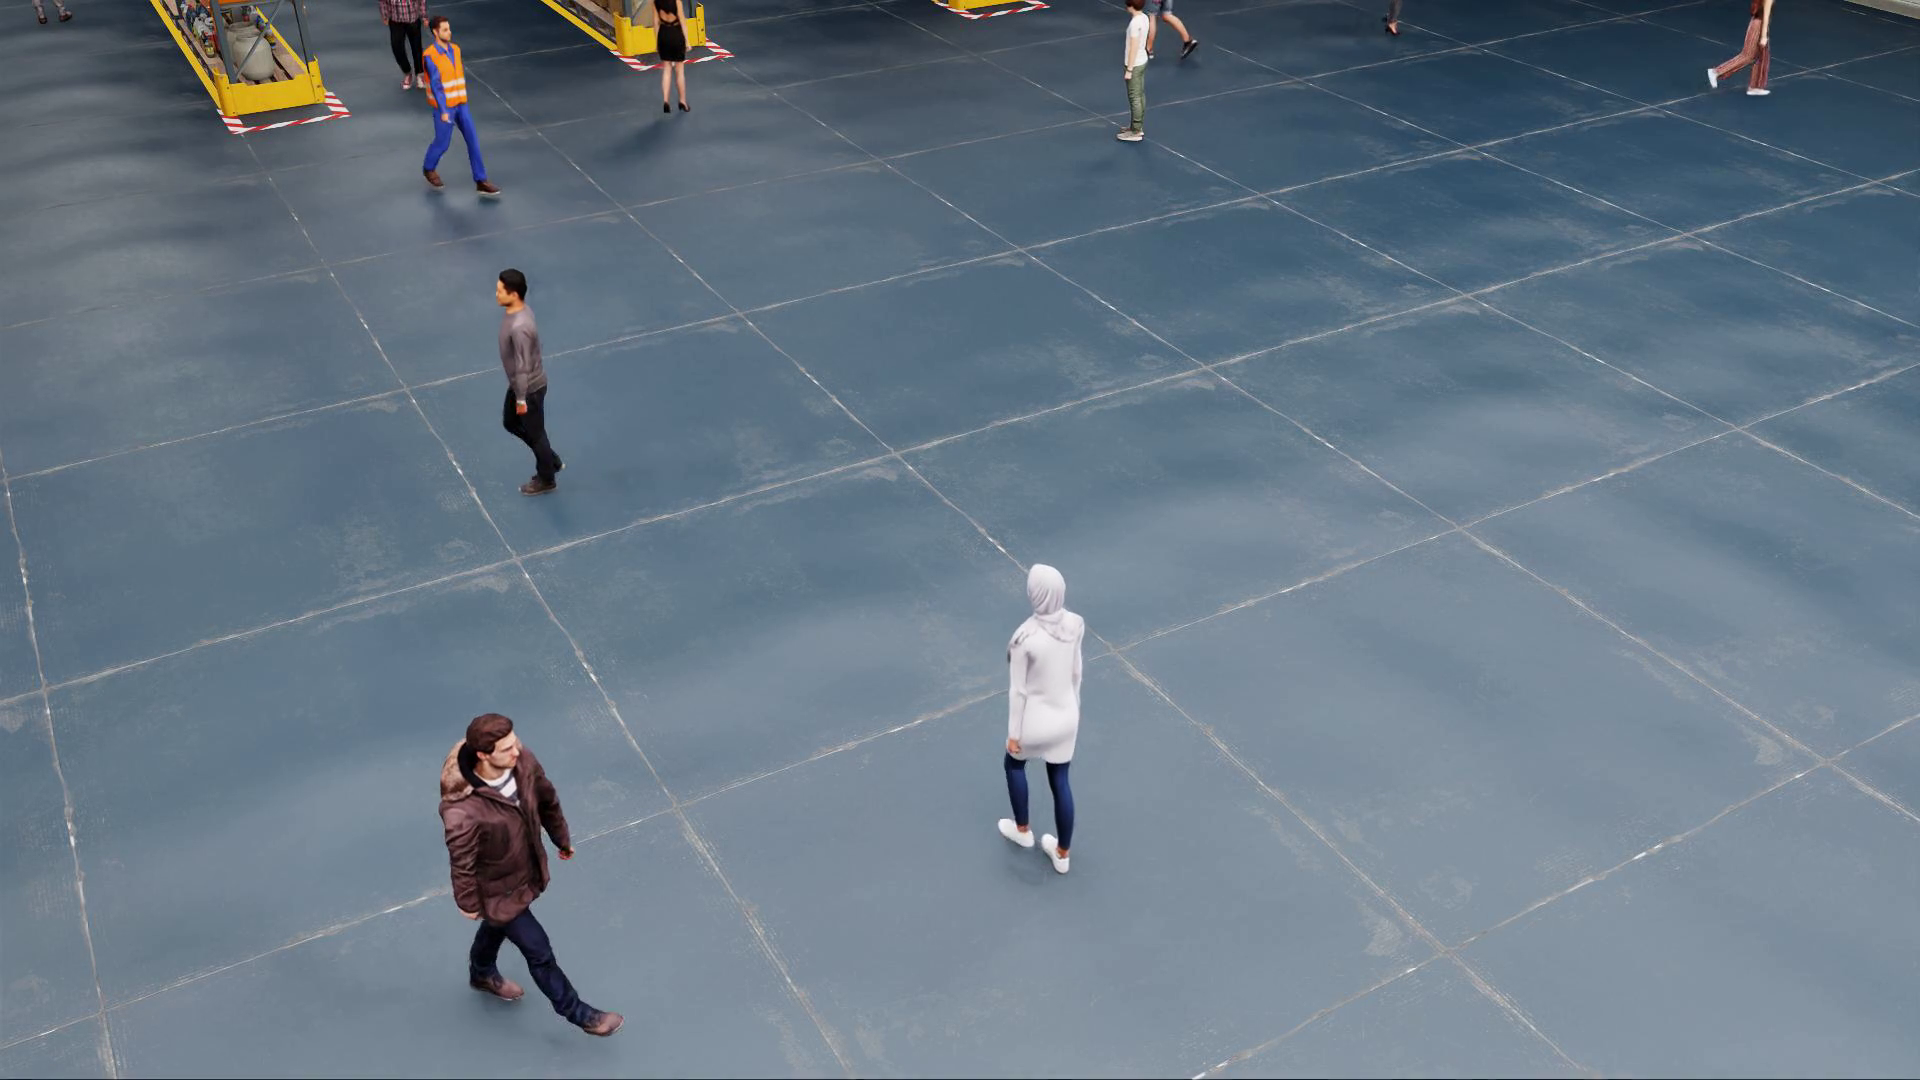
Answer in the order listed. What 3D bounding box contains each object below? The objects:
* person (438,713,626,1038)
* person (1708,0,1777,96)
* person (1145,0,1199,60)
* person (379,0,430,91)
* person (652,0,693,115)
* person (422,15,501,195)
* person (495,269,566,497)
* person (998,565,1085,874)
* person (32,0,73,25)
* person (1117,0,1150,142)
[{"bbox_3d":[-2.171,1.534,7.698,1.297,1.798,1.199,11,34,17],"label":"person"},{"bbox_3d":[9.566,-6.155,20.126,1.034,1.543,0.935,10,34,16],"label":"person"},{"bbox_3d":[2.676,-7.051,21.283,1.217,1.824,0.989,19,37,28],"label":"person"},{"bbox_3d":[-6.814,-6.450,20.402,0.811,1.748,0.767,-6,33,-9],"label":"person"},{"bbox_3d":[-3.387,-5.796,19.459,0.672,1.647,0.730,8,33,12],"label":"person"},{"bbox_3d":[-5.336,-4.469,17.186,1.299,1.829,1.054,18,37,26],"label":"person"},{"bbox_3d":[-3.030,-1.125,11.946,0.773,1.764,0.618,4,32,6],"label":"person"},{"bbox_3d":[0.463,0.985,8.615,0.636,1.748,0.697,-17,36,-25],"label":"person"},{"bbox_3d":[-12.759,-8.112,22.900,0.689,1.894,0.634,-11,34,-17],"label":"person"},{"bbox_3d":[1.986,-5.350,18.745,0.714,1.655,0.670,12,34,18],"label":"person"}]
